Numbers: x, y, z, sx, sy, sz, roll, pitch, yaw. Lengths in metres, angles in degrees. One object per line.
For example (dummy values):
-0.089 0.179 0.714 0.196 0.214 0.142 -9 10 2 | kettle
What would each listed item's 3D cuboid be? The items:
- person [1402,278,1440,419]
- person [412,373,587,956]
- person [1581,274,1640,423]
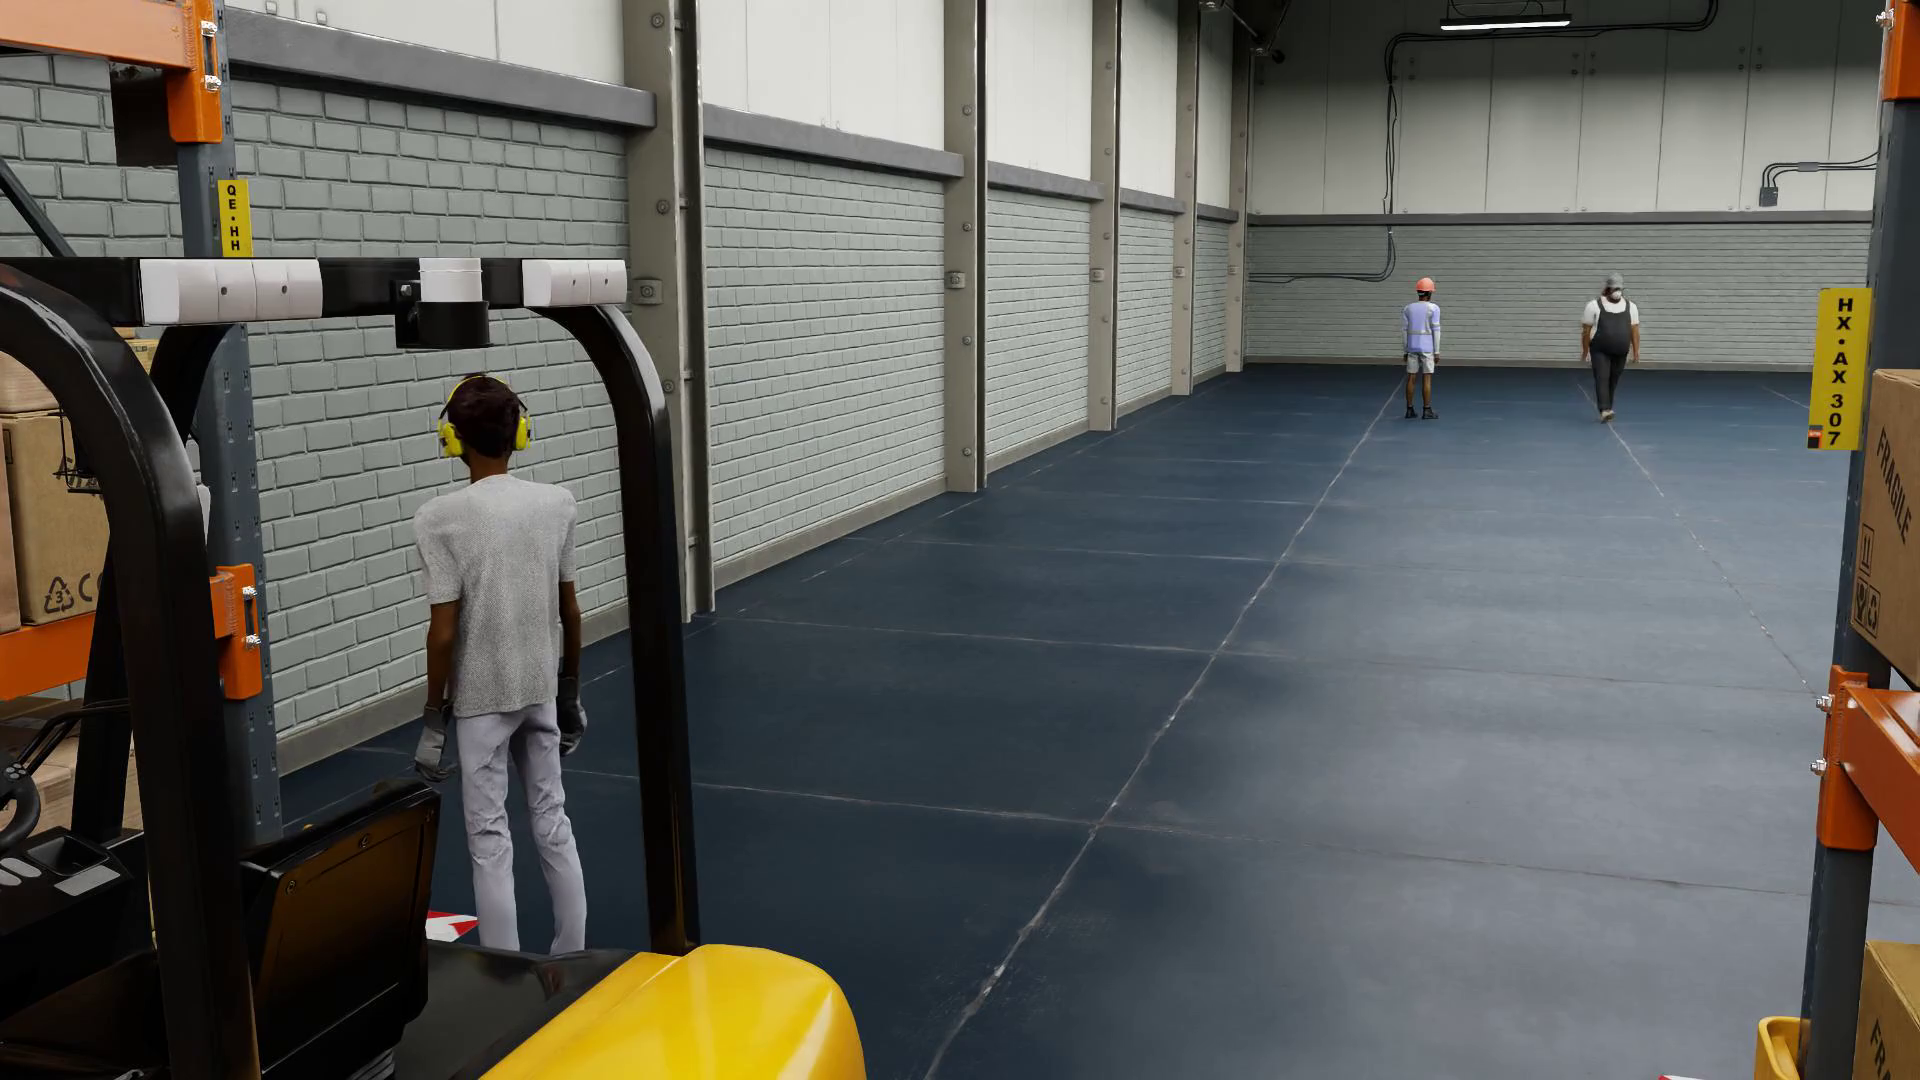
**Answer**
6.363 -2.631 22.909 0.543 1.939 0.370 9 13 43 | person
-1.286 0.470 4.665 0.317 1.865 0.523 9 13 42 | person
8.767 -2.580 22.303 0.707 2.000 0.987 0 10 3 | person
